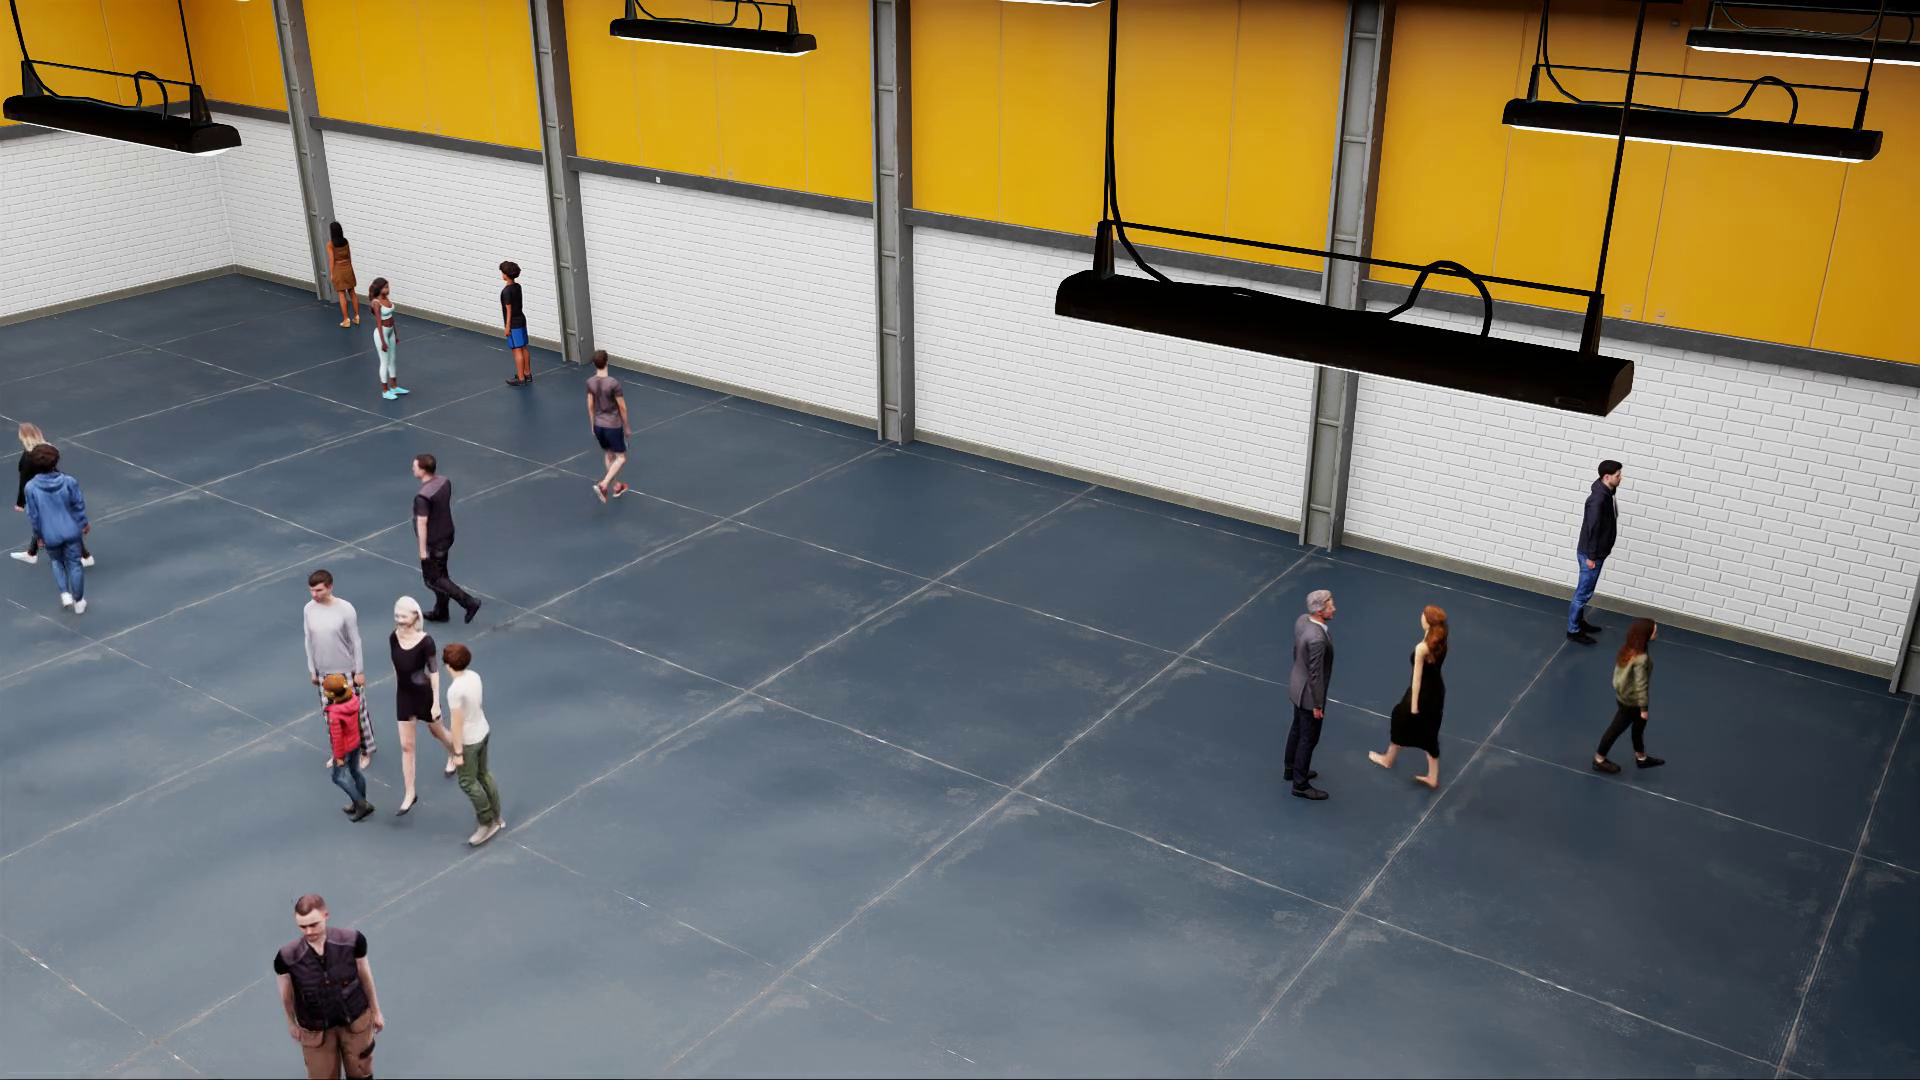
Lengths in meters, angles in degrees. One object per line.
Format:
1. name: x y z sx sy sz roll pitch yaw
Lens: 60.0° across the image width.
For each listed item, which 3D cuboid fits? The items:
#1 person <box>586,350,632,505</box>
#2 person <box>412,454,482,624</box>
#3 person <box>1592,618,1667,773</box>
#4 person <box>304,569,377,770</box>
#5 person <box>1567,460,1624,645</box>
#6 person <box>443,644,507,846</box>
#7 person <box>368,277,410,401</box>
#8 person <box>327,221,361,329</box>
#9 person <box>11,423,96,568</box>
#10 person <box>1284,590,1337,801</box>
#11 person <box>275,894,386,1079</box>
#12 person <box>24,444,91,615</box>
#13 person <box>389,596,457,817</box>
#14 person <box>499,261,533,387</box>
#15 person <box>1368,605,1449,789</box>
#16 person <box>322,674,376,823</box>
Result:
1. person: -4.160 -1.300 19.587 0.983 1.836 0.848 9 25 19
2. person: -5.140 0.017 16.583 1.102 1.829 0.958 4 24 9
3. person: 5.593 1.323 14.060 0.925 1.455 0.785 6 24 12
4. person: -5.282 1.085 14.117 0.642 1.847 0.771 3 24 7
5. person: 6.217 0.089 16.336 0.610 1.894 0.708 11 26 24
6. person: -3.868 1.597 13.208 0.740 1.636 0.740 1 24 3
7. person: -8.027 -2.830 23.224 0.656 1.725 0.643 4 24 9
8. person: -9.833 -4.240 26.494 0.507 1.690 0.565 14 27 30
9. person: -9.707 -0.425 17.832 1.180 1.637 1.065 -2 24 -4
10. person: 2.906 1.239 13.775 0.829 1.839 0.806 -1 24 -3
11. person: -3.810 2.853 10.104 0.884 1.822 0.956 -12 26 -25
12. person: -9.112 -0.077 16.837 0.785 1.797 0.803 -9 25 -20
13. person: -4.412 1.289 13.717 1.085 1.793 0.931 4 24 10
14. person: -6.353 -3.104 23.761 0.692 1.797 0.699 5 24 11
15. person: 3.944 1.339 13.845 0.757 1.599 0.967 -18 29 -35
16. person: -4.894 1.677 13.434 0.675 1.309 0.619 5 24 12
